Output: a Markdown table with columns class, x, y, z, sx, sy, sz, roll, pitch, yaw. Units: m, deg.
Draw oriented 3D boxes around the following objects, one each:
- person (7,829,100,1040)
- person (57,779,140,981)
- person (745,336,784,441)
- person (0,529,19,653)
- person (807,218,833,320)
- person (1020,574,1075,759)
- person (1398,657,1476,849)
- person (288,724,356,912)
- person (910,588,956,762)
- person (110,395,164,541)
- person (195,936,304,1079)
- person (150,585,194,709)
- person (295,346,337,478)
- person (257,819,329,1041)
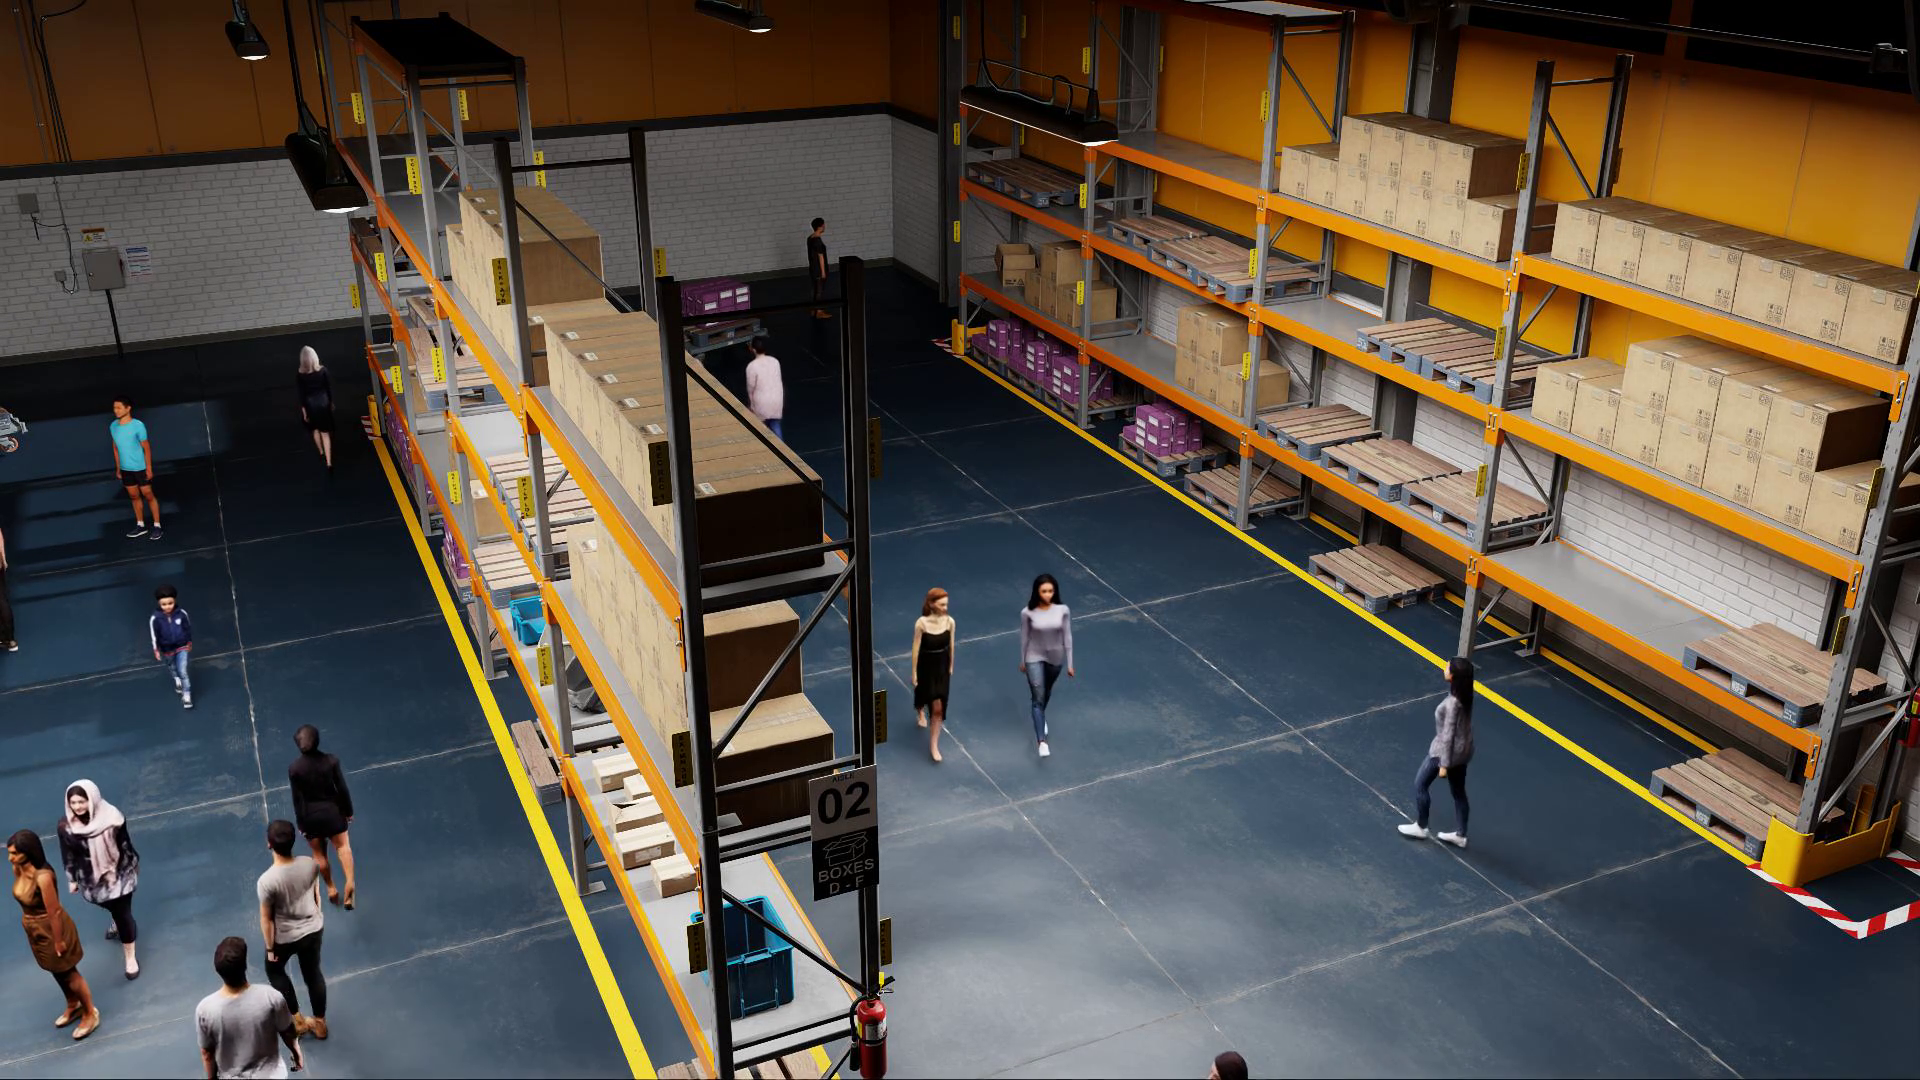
| class | x | y | z | sx | sy | sz | roll | pitch | yaw |
| --- | --- | --- | --- | --- | --- | --- | --- | --- | --- |
| person | -6.324 | 2.727 | 11.561 | 0.608 | 1.684 | 0.705 | 15 | 28 | 30 |
| person | -6.356 | 2.426 | 12.349 | 0.746 | 1.603 | 1.027 | -5 | 24 | -10 |
| person | -2.531 | -1.813 | 21.921 | 0.688 | 1.703 | 1.004 | -11 | 26 | -24 |
| person | -9.900 | 0.309 | 16.897 | 0.763 | 1.840 | 0.768 | 21 | 31 | 39 |
| person | -2.433 | -4.655 | 28.411 | 0.686 | 1.714 | 0.473 | -12 | 26 | -25 |
| person | 0.765 | 1.075 | 15.330 | 0.831 | 1.691 | 1.192 | -4 | 24 | -9 |
| person | 4.122 | 1.787 | 13.677 | 0.909 | 1.712 | 0.817 | 19 | 30 | 37 |
| person | -4.901 | 2.201 | 12.838 | 0.596 | 1.624 | 0.814 | -12 | 26 | -26 |
| person | -0.283 | 1.160 | 15.265 | 0.738 | 1.588 | 1.119 | -5 | 24 | -11 |
| person | -9.751 | -0.871 | 19.675 | 0.693 | 1.777 | 0.729 | 6 | 24 | 13 |
| person | -4.281 | 3.294 | 10.041 | 0.767 | 1.862 | 0.970 | -7 | 25 | -15 |
| person | -7.640 | 0.988 | 16.137 | 0.533 | 1.204 | 0.854 | -9 | 25 | -20 |
| person | -8.274 | -1.619 | 21.494 | 0.571 | 1.691 | 1.138 | -11 | 26 | -24 |
| person | -4.553 | 2.742 | 11.498 | 0.726 | 1.707 | 0.715 | 20 | 31 | 38 |
